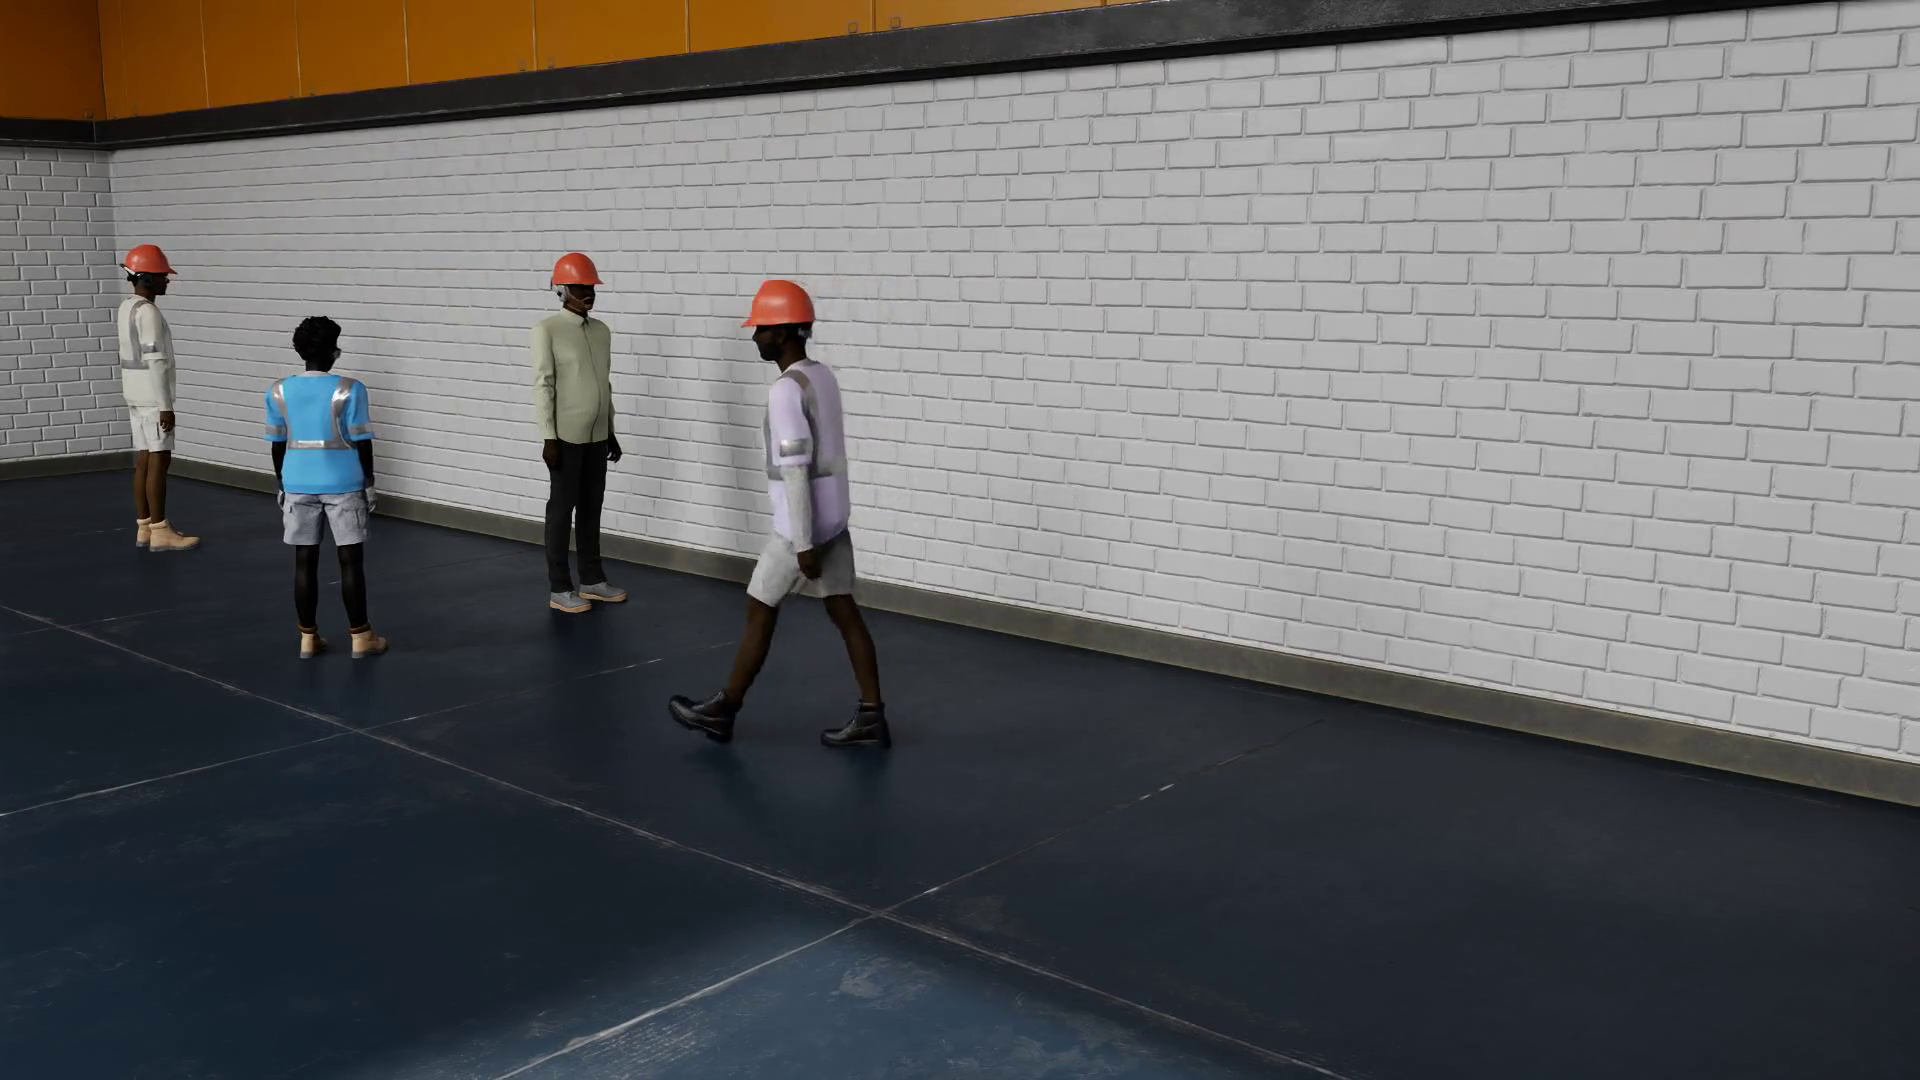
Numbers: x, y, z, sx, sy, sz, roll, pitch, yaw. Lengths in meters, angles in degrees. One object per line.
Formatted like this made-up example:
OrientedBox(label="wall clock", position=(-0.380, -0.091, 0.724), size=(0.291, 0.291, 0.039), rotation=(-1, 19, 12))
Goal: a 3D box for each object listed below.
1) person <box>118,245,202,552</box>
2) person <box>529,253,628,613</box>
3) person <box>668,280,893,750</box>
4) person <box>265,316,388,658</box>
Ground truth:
OrientedBox(label="person", position=(-5.396, -0.948, 11.172), size=(0.383, 2.041, 0.616), rotation=(-9, 13, -40))
OrientedBox(label="person", position=(-2.139, -0.604, 9.352), size=(0.377, 1.995, 0.608), rotation=(5, 11, 27))
OrientedBox(label="person", position=(-0.705, -0.088, 6.701), size=(0.963, 1.886, 0.559), rotation=(3, 11, 18))
OrientedBox(label="person", position=(-3.122, -0.250, 8.198), size=(0.522, 1.692, 0.322), rotation=(1, 10, 4))
